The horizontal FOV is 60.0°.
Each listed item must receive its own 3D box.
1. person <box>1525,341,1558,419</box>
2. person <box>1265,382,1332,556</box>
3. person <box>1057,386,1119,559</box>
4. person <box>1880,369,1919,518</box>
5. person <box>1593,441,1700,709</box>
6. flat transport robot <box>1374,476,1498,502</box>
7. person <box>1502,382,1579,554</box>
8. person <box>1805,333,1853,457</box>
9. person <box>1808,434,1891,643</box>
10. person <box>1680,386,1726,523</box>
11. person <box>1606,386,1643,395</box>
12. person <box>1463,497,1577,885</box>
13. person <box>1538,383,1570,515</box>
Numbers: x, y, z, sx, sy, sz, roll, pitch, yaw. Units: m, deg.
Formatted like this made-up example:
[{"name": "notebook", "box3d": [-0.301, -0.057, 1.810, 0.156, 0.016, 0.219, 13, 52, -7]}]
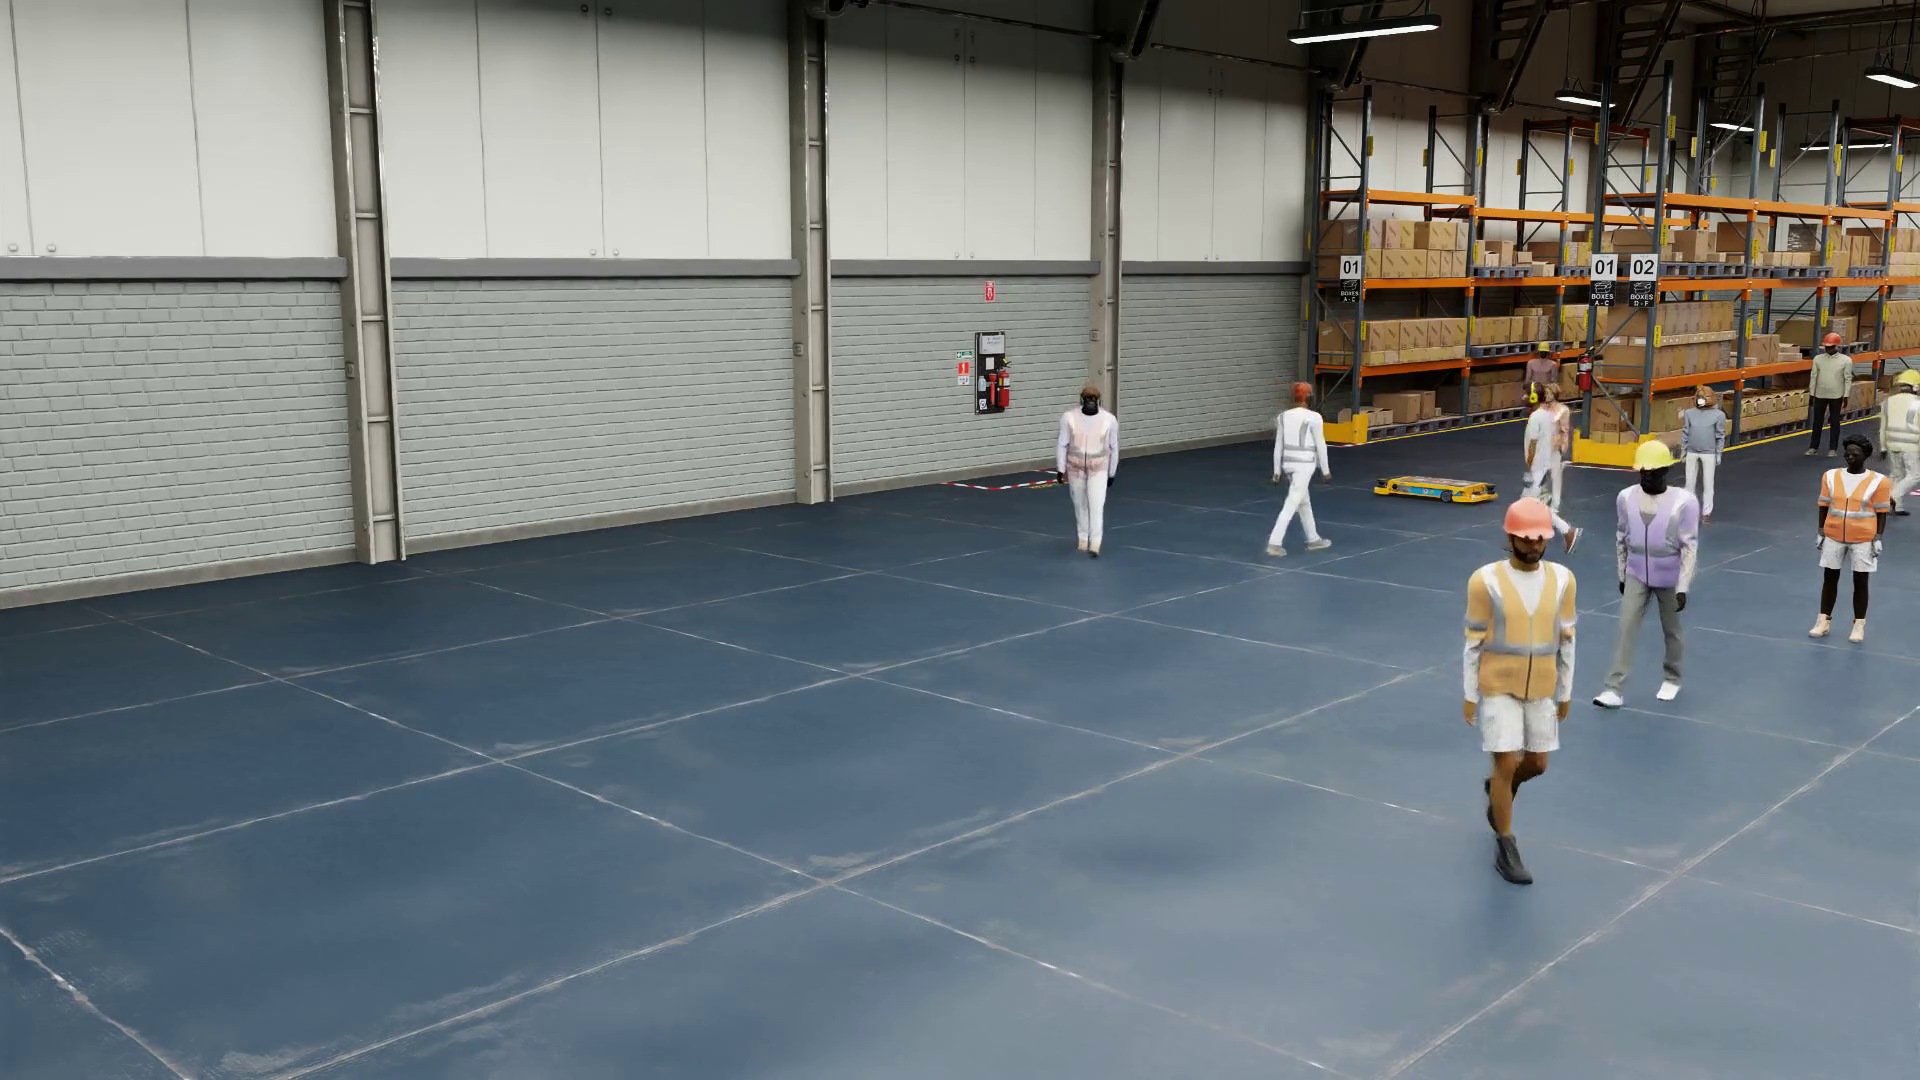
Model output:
[{"name": "person", "box3d": [10.095, -2.578, 28.900, 0.552, 1.752, 0.357, 4, 10, 24]}, {"name": "person", "box3d": [3.584, -0.749, 17.585, 1.000, 1.832, 0.573, -6, 11, -31]}, {"name": "person", "box3d": [1.336, -0.721, 17.525, 0.628, 1.792, 0.974, 2, 9, 11]}, {"name": "person", "box3d": [11.299, -1.136, 19.957, 0.561, 1.817, 0.607, -4, 10, -22]}, {"name": "person", "box3d": [4.780, 0.240, 11.447, 0.594, 1.864, 0.968, 9, 13, 43]}, {"name": "flat transport robot", "box3d": [6.252, -0.679, 21.870, 1.431, 0.197, 0.652, 9, 13, 43]}, {"name": "person", "box3d": [6.122, -0.732, 17.441, 0.715, 1.843, 0.554, 5, 11, 29]}, {"name": "person", "box3d": [13.923, -2.318, 26.649, 0.402, 1.985, 0.613, -9, 13, -44]}, {"name": "person", "box3d": [7.228, -0.018, 13.504, 0.321, 1.697, 0.535, -9, 13, -44]}, {"name": "person", "box3d": [8.820, -1.017, 19.785, 0.285, 1.633, 0.501, -9, 13, -44]}, {"name": "person", "box3d": [12.121, -2.897, 30.150, 1.061, 1.986, 0.634, -7, 11, -35]}, {"name": "person", "box3d": [2.791, 0.709, 8.406, 0.553, 1.921, 0.725, 0, 9, -2]}, {"name": "person", "box3d": [7.213, -1.103, 20.330, 0.371, 1.624, 0.528, -8, 12, -39]}]
